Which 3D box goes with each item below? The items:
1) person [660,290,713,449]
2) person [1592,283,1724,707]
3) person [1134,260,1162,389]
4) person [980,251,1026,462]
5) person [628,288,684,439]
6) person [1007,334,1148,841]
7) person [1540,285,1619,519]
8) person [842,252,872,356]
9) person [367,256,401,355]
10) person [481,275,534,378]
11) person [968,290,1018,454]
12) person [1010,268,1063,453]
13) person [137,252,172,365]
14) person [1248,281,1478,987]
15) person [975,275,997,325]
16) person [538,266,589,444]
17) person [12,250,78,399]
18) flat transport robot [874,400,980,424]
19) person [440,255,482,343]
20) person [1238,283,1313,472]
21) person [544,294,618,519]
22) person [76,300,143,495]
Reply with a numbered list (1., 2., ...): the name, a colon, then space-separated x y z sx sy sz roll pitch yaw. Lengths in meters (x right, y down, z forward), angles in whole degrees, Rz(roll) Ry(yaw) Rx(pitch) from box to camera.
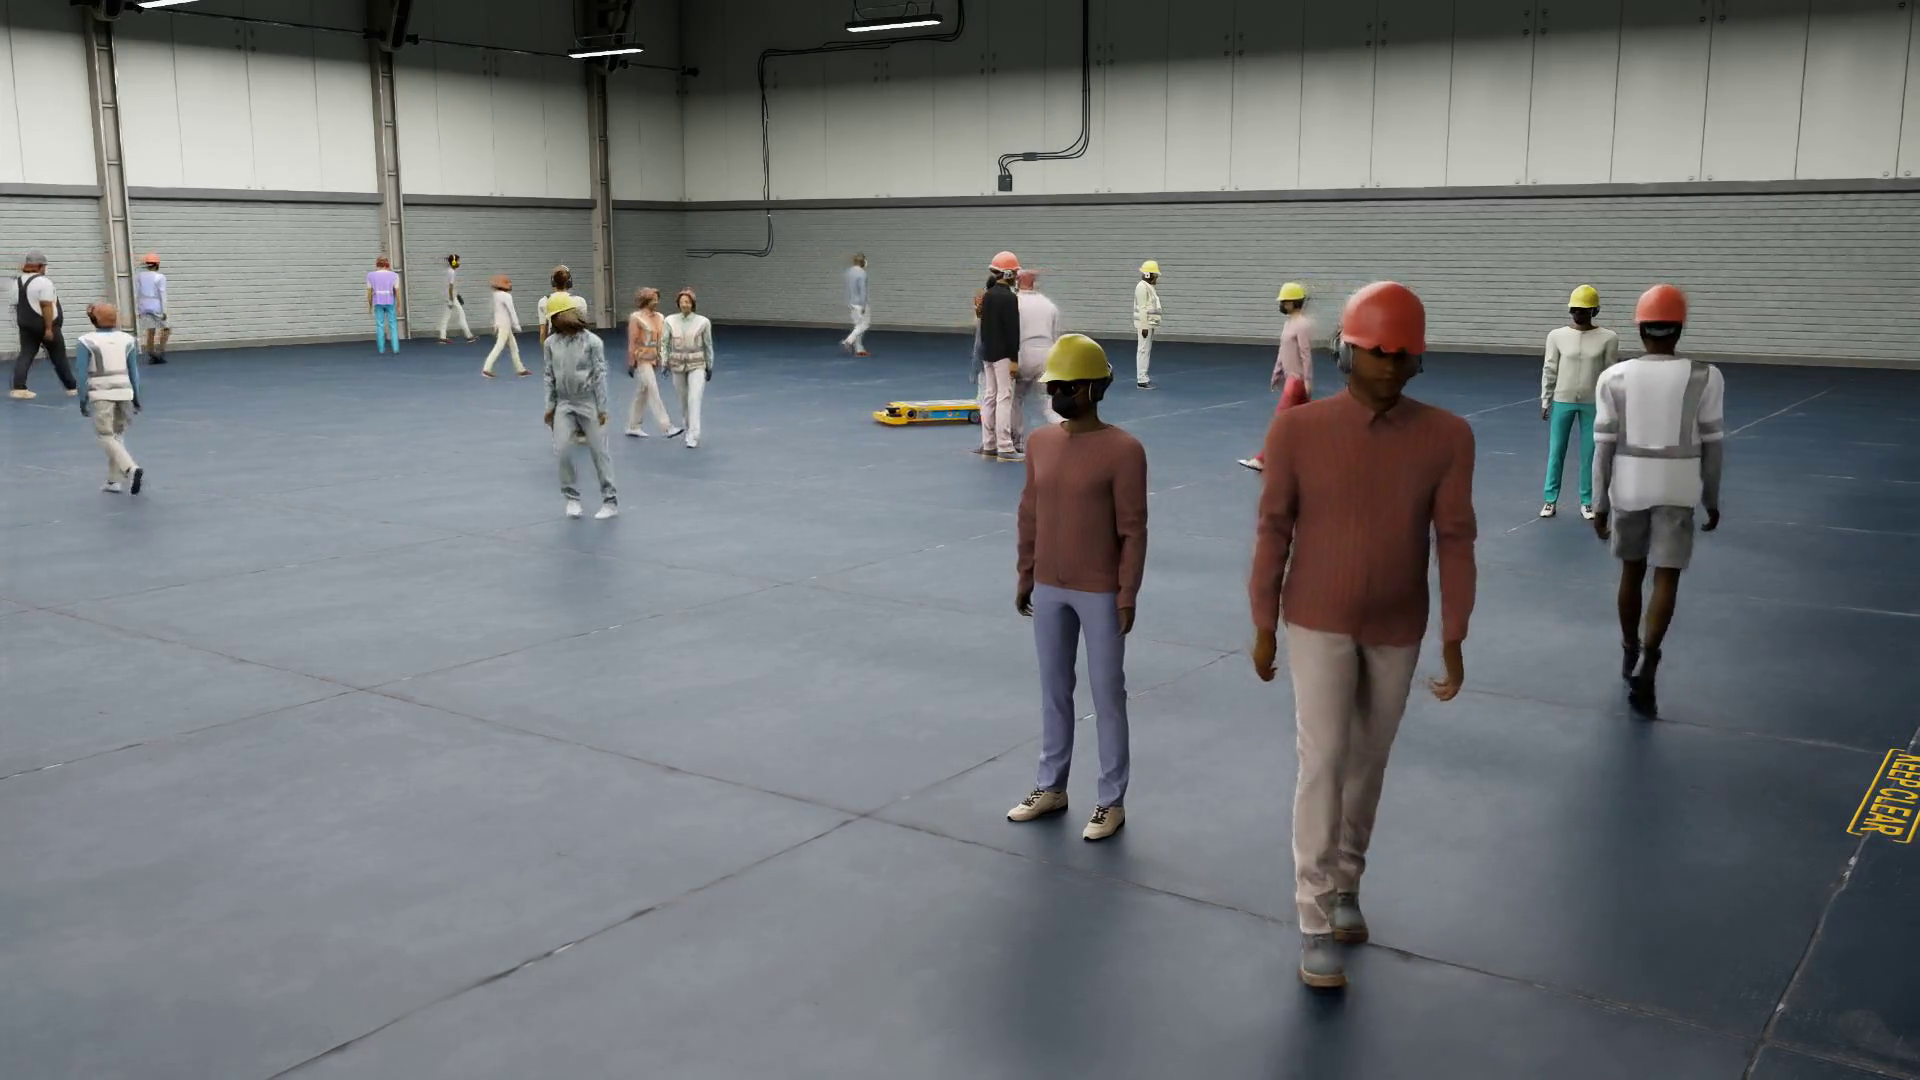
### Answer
1. person: -2.805 -1.774 17.153 0.510 1.601 0.826 0 10 2
2. person: 3.160 -0.215 7.602 0.544 1.904 0.933 6 12 31
3. person: 2.689 -3.078 23.815 0.403 1.832 0.586 2 10 13
4. person: 0.410 -1.748 15.906 0.391 1.996 0.612 -5 11 -26
5. person: -3.240 -1.863 17.649 0.850 1.593 0.528 5 11 26
6. person: 0.407 0.164 5.841 0.531 1.768 0.311 8 13 39
7. person: 4.660 -1.031 12.539 0.533 1.765 0.320 3 11 18
8. person: -1.890 -4.296 30.397 0.562 1.926 0.632 -6 12 -31
9. person: -10.712 -4.360 30.963 0.569 1.843 0.377 -3 10 -15
10. person: -7.056 -3.297 25.726 0.862 1.591 0.501 -6 12 -31
11. person: 0.298 -1.643 16.373 0.406 1.617 0.495 3 11 18
12. person: 0.754 -1.724 16.248 0.652 1.845 0.964 -6 12 -28
13. person: -13.812 -3.963 28.541 0.553 1.922 0.419 2 10 10
14. person: 1.159 0.263 4.717 0.614 1.961 0.813 0 10 -1
15. person: 0.432 -2.496 20.937 0.548 1.685 0.449 5 11 27
16. person: -4.075 -1.900 17.178 0.505 1.846 0.346 0 10 -2
17. person: -12.381 -2.927 22.384 0.696 2.000 1.012 4 11 23
18. flat transport robot: -0.225 -1.498 19.336 1.431 0.197 0.652 -3 11 -17
19. person: -10.472 -5.027 34.731 0.936 1.829 0.515 -6 12 -30
20. person: 3.016 -1.472 15.141 0.923 1.715 0.551 0 10 -3
21. person: -2.886 -0.997 12.517 0.493 1.703 0.436 2 10 11
22. person: -6.966 -1.161 13.698 0.719 1.616 0.523 6 12 31
